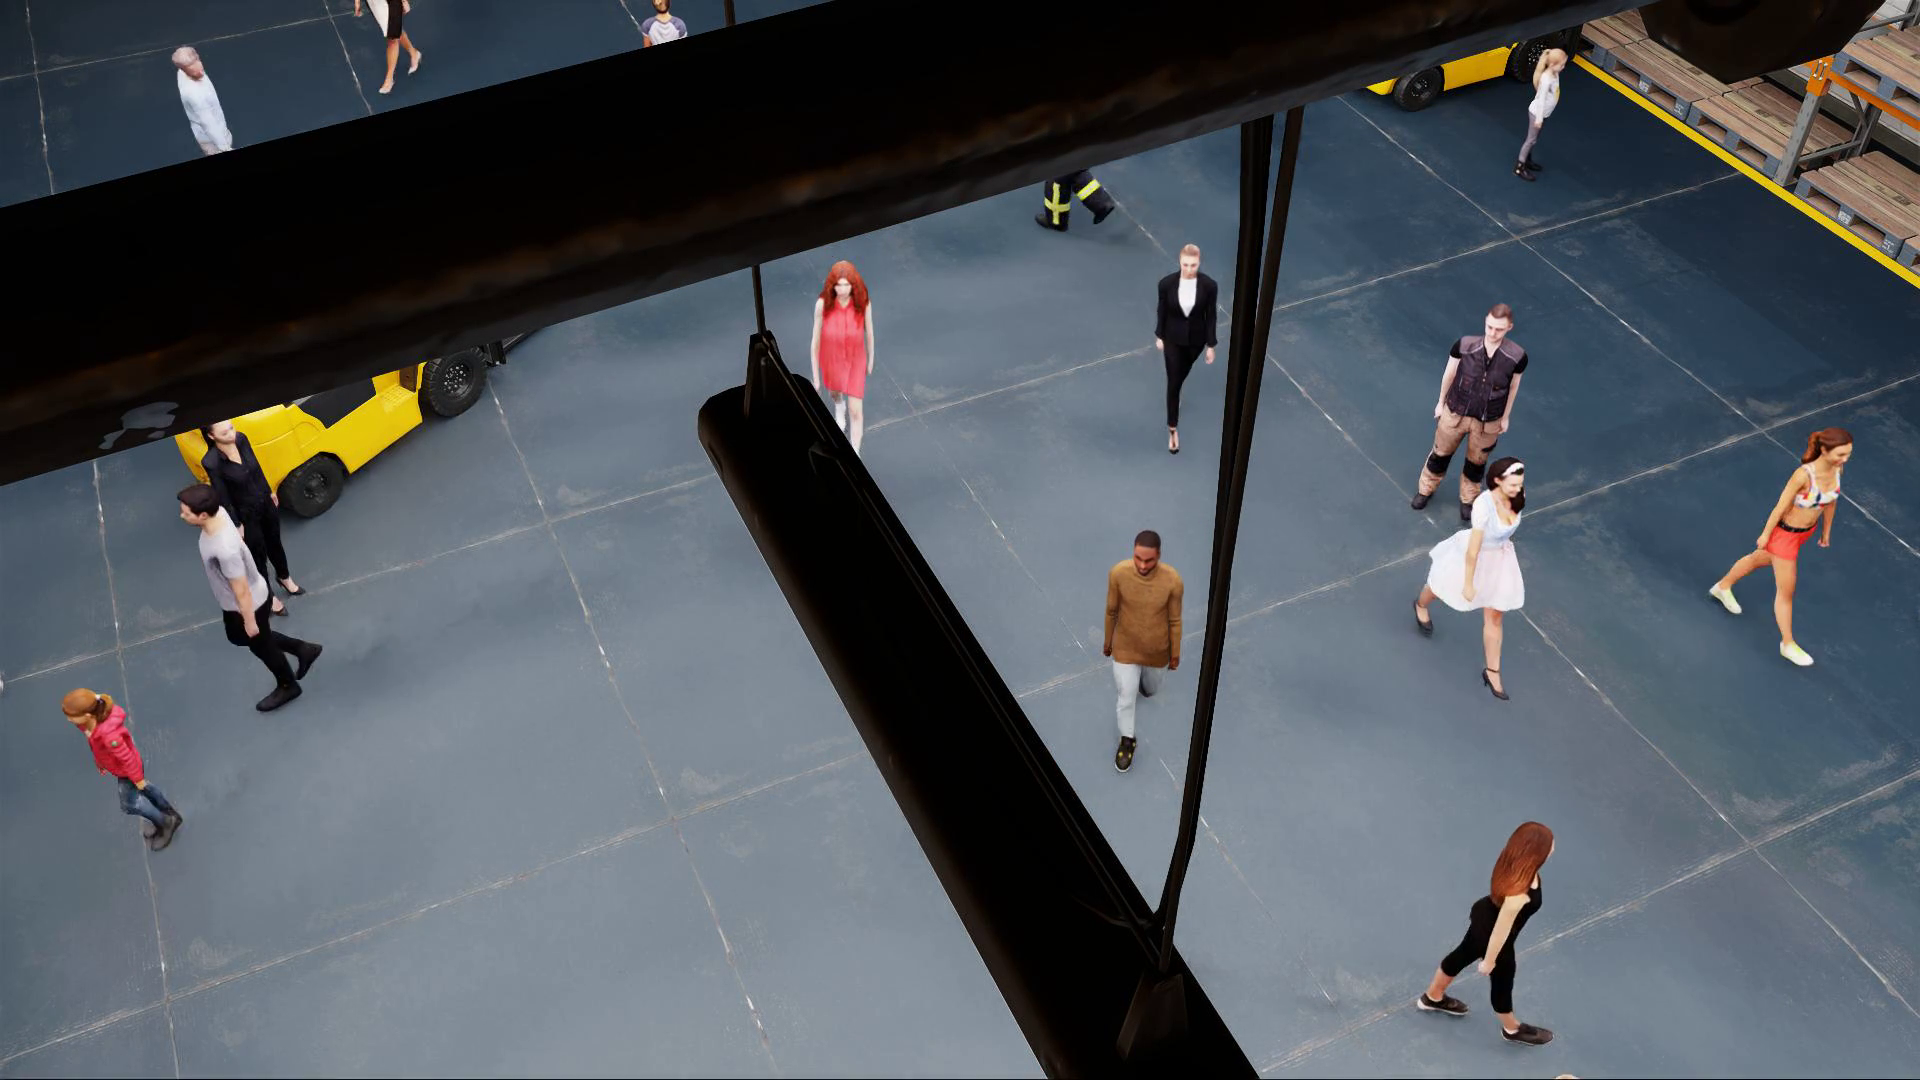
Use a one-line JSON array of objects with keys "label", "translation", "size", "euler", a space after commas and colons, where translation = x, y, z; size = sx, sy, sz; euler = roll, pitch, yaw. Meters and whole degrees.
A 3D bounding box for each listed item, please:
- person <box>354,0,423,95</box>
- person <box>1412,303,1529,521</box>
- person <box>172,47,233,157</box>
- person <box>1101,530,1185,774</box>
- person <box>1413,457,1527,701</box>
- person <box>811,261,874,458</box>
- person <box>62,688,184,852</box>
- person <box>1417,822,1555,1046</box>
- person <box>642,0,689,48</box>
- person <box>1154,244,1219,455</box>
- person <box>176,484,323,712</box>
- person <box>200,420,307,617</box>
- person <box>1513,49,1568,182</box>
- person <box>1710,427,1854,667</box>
[{"label": "person", "translation": [-5.711, -5.401, 16.641], "size": [1.072, 1.705, 1.171], "euler": [11, 45, 11]}, {"label": "person", "translation": [3.669, -0.934, 11.853], "size": [0.765, 1.841, 0.825], "euler": [14, 45, 14]}, {"label": "person", "translation": [-6.544, -3.527, 14.564], "size": [0.881, 1.857, 0.523], "euler": [-28, 50, -26]}, {"label": "person", "translation": [1.138, 0.591, 10.285], "size": [1.001, 1.797, 1.136], "euler": [8, 44, 8]}, {"label": "person", "translation": [3.282, 0.131, 10.796], "size": [0.679, 1.758, 1.203], "euler": [-21, 48, -21]}, {"label": "person", "translation": [-0.874, -1.334, 12.317], "size": [0.915, 1.782, 1.237], "euler": [-2, 44, -2]}, {"label": "person", "translation": [-4.899, 1.305, 9.891], "size": [0.516, 1.306, 0.635], "euler": [34, 53, 30]}, {"label": "person", "translation": [2.755, 2.052, 8.816], "size": [0.988, 1.707, 0.986], "euler": [9, 44, 9]}, {"label": "person", "translation": [-2.720, -4.425, 15.676], "size": [0.653, 1.624, 0.661], "euler": [-4, 44, -4]}, {"label": "person", "translation": [1.711, -1.552, 12.635], "size": [0.934, 1.659, 1.158], "euler": [2, 44, 2]}, {"label": "person", "translation": [-4.431, 0.331, 10.518], "size": [0.792, 1.852, 0.723], "euler": [-23, 48, -22]}, {"label": "person", "translation": [-4.756, -0.188, 11.164], "size": [0.695, 1.712, 0.624], "euler": [12, 45, 12]}, {"label": "person", "translation": [5.379, -3.980, 15.460], "size": [0.637, 1.277, 0.586], "euler": [19, 47, 19]}, {"label": "person", "translation": [5.443, -0.089, 11.035], "size": [0.598, 1.746, 1.104], "euler": [-19, 47, -19]}]
